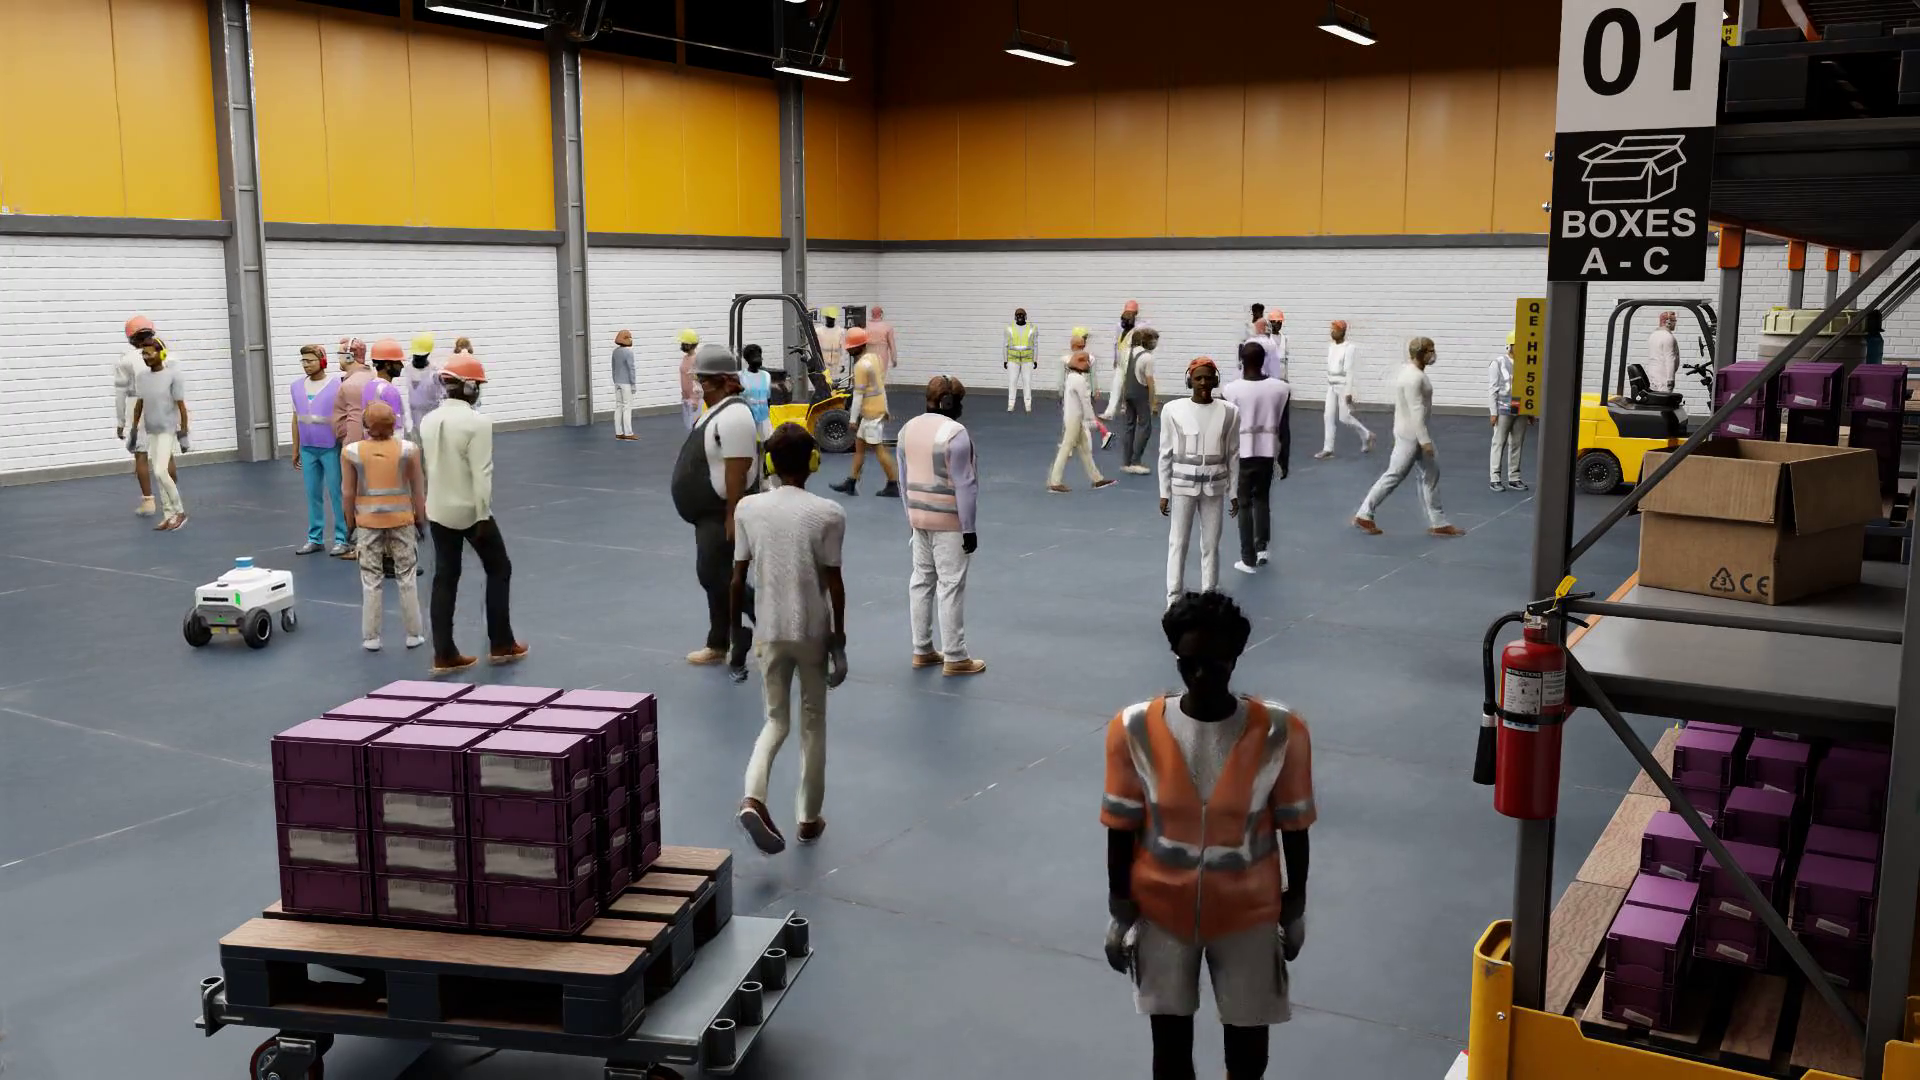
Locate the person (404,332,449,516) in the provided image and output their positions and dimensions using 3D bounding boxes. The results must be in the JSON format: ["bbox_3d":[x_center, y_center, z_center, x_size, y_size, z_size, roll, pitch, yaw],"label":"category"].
[{"bbox_3d":[-5.267,-1.128,16.547,0.601,1.880,0.602,5,10,26],"label":"person"}]

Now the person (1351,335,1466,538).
[{"bbox_3d":[4.180,-0.960,15.501,1.022,1.895,0.634,4,10,24],"label":"person"}]

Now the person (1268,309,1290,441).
[{"bbox_3d":[4.587,-2.402,24.320,0.545,1.942,0.354,-4,10,-24],"label":"person"}]

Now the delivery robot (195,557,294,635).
[{"bbox_3d":[-4.771,0.359,11.110,0.477,0.478,0.707,1,9,8],"label":"delivery robot"}]

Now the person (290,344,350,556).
[{"bbox_3d":[-5.559,-0.783,14.512,0.575,1.843,0.369,2,9,13],"label":"person"}]

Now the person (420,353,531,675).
[{"bbox_3d":[-3.007,-0.175,10.342,0.640,1.958,0.821,5,11,30],"label":"person"}]

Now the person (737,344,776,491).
[{"bbox_3d":[-2.243,-1.320,18.387,0.541,1.683,0.513,-7,12,-38],"label":"person"}]

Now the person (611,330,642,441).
[{"bbox_3d":[-4.943,-2.282,24.531,0.286,1.633,0.500,-9,13,-44],"label":"person"}]

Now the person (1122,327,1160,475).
[{"bbox_3d":[2.179,-1.703,20.407,0.348,1.807,0.654,-6,11,-32],"label":"person"}]

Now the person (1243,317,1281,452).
[{"bbox_3d":[4.048,-2.093,22.616,0.880,1.874,0.646,-4,10,-21],"label":"person"}]

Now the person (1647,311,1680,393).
[{"bbox_3d":[10.319,-2.392,24.368,0.409,1.907,0.651,0,9,-2],"label":"person"}]

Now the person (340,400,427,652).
[{"bbox_3d":[-3.745,-0.084,10.826,0.529,1.636,0.312,-3,10,-19],"label":"person"}]

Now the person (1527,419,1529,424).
[{"bbox_3d":[9.455,-2.816,27.245,0.600,1.829,0.404,0,9,1],"label":"person"}]

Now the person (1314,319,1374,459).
[{"bbox_3d":[5.128,-2.004,22.120,0.802,1.854,0.577,-4,10,-24],"label":"person"}]

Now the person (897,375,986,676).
[{"bbox_3d":[-0.101,-0.092,10.235,0.430,1.838,0.619,-8,12,-40],"label":"person"}]

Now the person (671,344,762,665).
[{"bbox_3d":[-1.474,-0.211,10.335,0.630,2.000,0.688,-3,10,-18],"label":"person"}]

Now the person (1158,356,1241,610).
[{"bbox_3d":[1.666,-0.333,11.593,0.572,1.883,0.356,0,9,-3],"label":"person"}]

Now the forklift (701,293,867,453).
[{"bbox_3d":[-2.458,-2.344,23.176,2.313,2.155,1.214,0,9,-2],"label":"forklift"}]

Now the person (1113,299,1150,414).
[{"bbox_3d":[3.047,-3.225,29.237,0.646,2.016,0.700,5,10,28],"label":"person"}]

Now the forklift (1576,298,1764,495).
[{"bbox_3d":[7.954,-1.589,18.462,2.313,2.155,1.214,5,11,30],"label":"forklift"}]

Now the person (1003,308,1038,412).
[{"bbox_3d":[1.074,-3.196,29.592,0.633,1.843,0.429,0,9,3],"label":"person"}]

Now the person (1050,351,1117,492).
[{"bbox_3d":[1.394,-1.320,18.668,0.843,1.591,0.506,-1,9,-6],"label":"person"}]

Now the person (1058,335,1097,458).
[{"bbox_3d":[1.567,-1.913,22.208,0.520,1.639,0.312,0,9,1],"label":"person"}]

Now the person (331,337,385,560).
[{"bbox_3d":[-5.197,-0.787,14.347,0.406,1.911,0.639,-1,9,-4],"label":"person"}]

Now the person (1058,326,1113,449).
[{"bbox_3d":[1.770,-2.128,23.241,0.787,1.735,0.525,4,10,21],"label":"person"}]

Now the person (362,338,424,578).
[{"bbox_3d":[-4.612,-0.664,13.489,0.368,1.935,0.552,-8,12,-40],"label":"person"}]

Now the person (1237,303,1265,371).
[{"bbox_3d":[5.153,-3.172,29.108,0.622,1.945,0.429,-5,11,-30],"label":"person"}]

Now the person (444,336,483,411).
[{"bbox_3d":[-6.644,-1.916,22.253,0.508,1.619,0.451,-4,10,-26],"label":"person"}]

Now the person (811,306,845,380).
[{"bbox_3d":[-2.346,-3.167,29.273,0.586,1.893,0.849,-5,10,-28],"label":"person"}]

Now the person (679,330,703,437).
[{"bbox_3d":[-3.450,-1.803,21.237,0.323,1.737,0.671,-6,11,-31],"label":"person"}]

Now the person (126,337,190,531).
[{"bbox_3d":[-7.664,-0.998,15.833,0.528,1.855,0.447,3,10,20],"label":"person"}]

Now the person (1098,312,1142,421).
[{"bbox_3d":[2.681,-2.844,27.492,0.869,1.811,0.631,-5,10,-26],"label":"person"}]

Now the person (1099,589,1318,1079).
[{"bbox_3d":[0.633,0.939,4.278,0.543,1.687,0.429,2,9,12],"label":"person"}]

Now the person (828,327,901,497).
[{"bbox_3d":[-1.066,-1.391,18.211,0.896,1.876,0.608,1,9,8],"label":"person"}]

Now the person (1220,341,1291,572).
[{"bbox_3d":[2.402,-0.685,13.756,0.606,1.898,0.530,-2,9,-11],"label":"person"}]

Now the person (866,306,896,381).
[{"bbox_3d":[-1.511,-3.340,30.443,0.664,1.864,0.994,3,10,17],"label":"person"}]

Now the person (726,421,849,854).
[{"bbox_3d":[-0.738,0.426,7.000,0.529,1.841,0.665,2,9,11],"label":"person"}]

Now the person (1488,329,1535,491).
[{"bbox_3d":[6.257,-1.466,18.817,0.589,1.834,0.403,-3,10,-18],"label":"person"}]

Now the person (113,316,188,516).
[{"bbox_3d":[-8.214,-1.242,16.914,0.671,2.027,0.470,-6,11,-32],"label":"person"}]
